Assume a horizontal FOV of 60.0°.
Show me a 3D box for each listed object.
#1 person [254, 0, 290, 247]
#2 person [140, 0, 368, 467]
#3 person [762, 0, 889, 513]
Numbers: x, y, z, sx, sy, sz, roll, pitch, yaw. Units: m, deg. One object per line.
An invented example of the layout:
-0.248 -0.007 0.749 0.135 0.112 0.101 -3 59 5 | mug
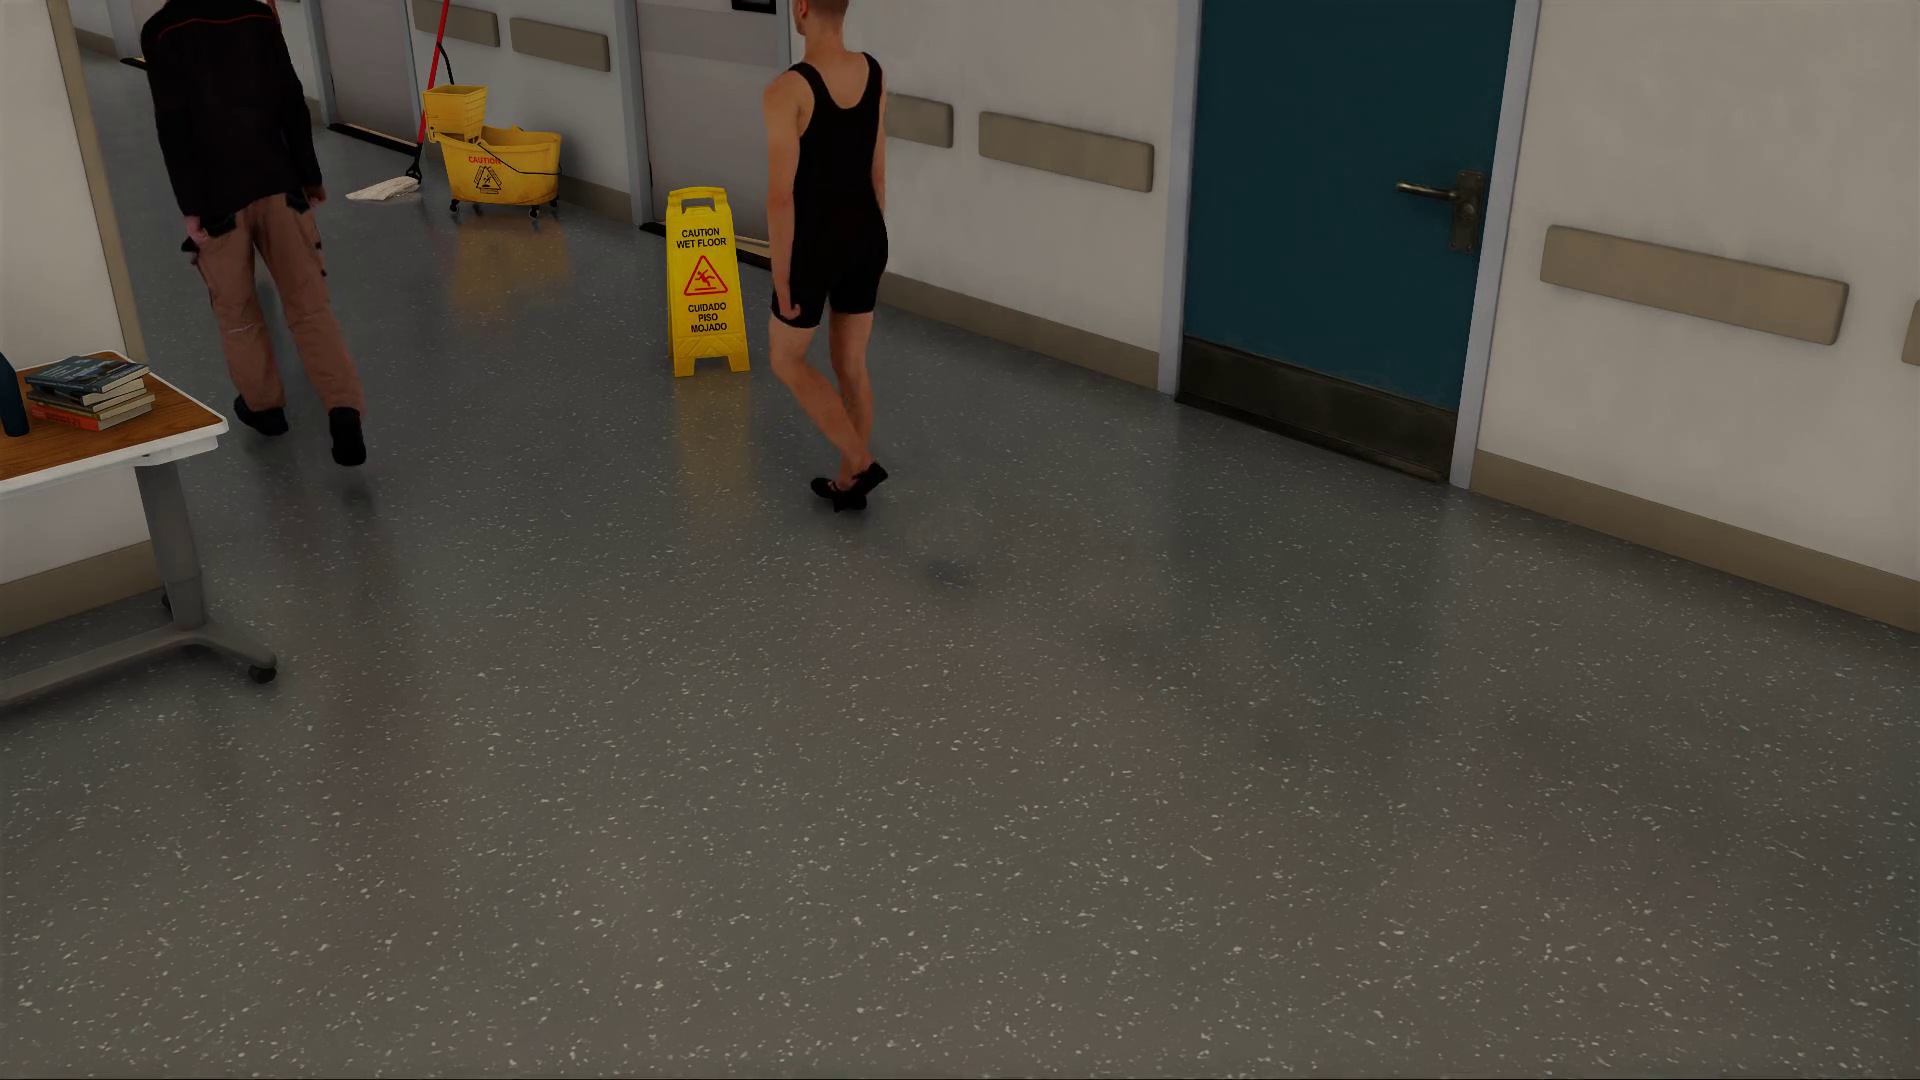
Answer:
-3.570 -2.243 8.189 0.921 1.753 1.257 -12 28 -23 | person
-2.434 -1.146 5.761 0.722 1.887 1.219 -21 33 -36 | person
-0.349 -0.889 5.323 0.673 1.804 0.732 -21 33 -37 | person
